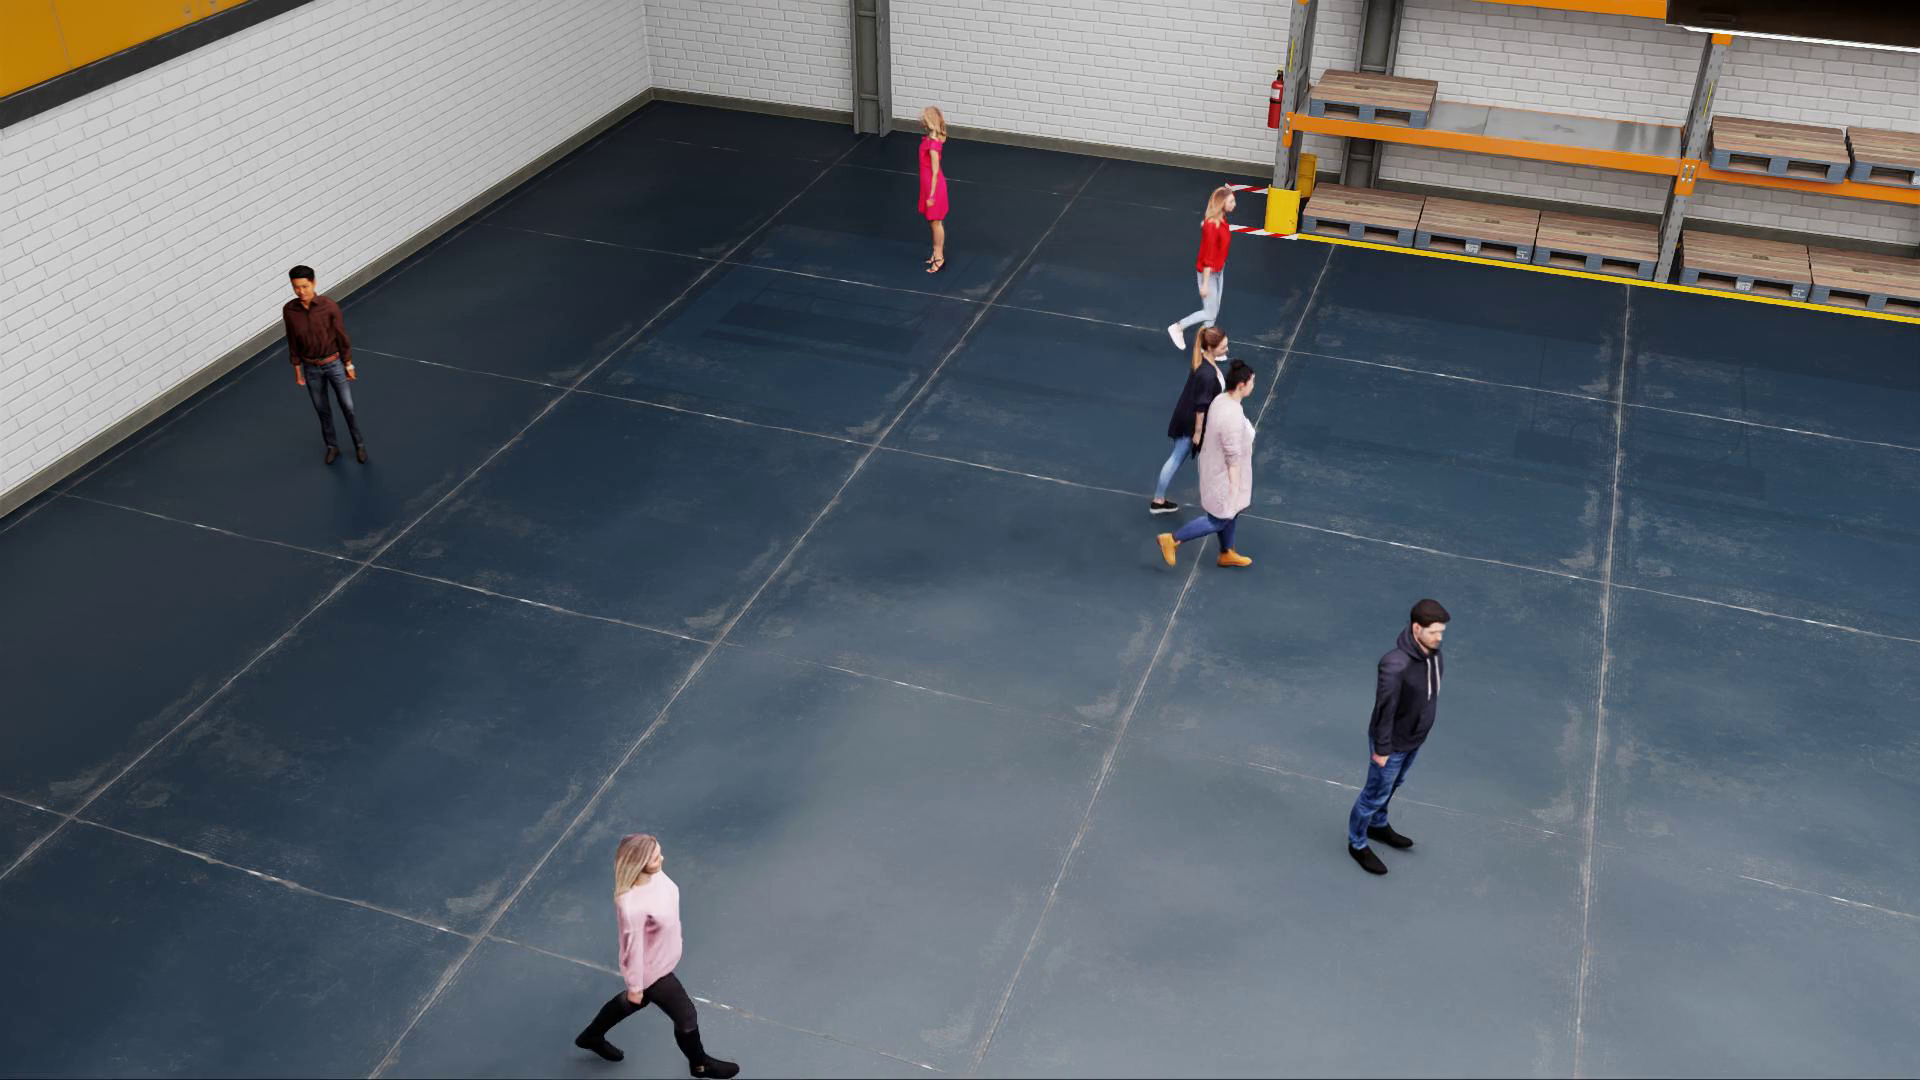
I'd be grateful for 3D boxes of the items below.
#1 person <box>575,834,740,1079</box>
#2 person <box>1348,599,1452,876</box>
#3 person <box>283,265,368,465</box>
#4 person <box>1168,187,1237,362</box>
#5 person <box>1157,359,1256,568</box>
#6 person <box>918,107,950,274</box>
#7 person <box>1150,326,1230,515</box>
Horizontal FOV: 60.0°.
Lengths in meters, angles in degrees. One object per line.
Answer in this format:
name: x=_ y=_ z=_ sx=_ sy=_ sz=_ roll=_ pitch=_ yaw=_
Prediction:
person: x=-1.656 y=2.122 z=8.402 sx=1.176 sy=1.650 sz=0.849 roll=0 pitch=34 yaw=0
person: x=2.555 y=1.108 z=9.712 sx=0.708 sy=1.890 sz=0.749 roll=26 pitch=41 yaw=33
person: x=-5.216 y=-1.440 z=13.648 sx=0.622 sy=1.775 sz=0.769 roll=-4 pitch=34 yaw=-6
person: x=2.224 y=-2.427 z=15.204 sx=0.779 sy=1.697 sz=0.620 roll=12 pitch=35 yaw=17
person: x=1.866 y=-0.509 z=12.298 sx=1.076 sy=1.719 sz=0.896 roll=4 pitch=34 yaw=6
person: x=-0.251 y=-3.569 z=16.894 sx=0.657 sy=1.727 sz=0.648 roll=-1 pitch=34 yaw=-2
person: x=1.770 y=-0.891 z=12.950 sx=1.153 sy=1.633 sz=0.938 roll=-5 pitch=34 yaw=-7
